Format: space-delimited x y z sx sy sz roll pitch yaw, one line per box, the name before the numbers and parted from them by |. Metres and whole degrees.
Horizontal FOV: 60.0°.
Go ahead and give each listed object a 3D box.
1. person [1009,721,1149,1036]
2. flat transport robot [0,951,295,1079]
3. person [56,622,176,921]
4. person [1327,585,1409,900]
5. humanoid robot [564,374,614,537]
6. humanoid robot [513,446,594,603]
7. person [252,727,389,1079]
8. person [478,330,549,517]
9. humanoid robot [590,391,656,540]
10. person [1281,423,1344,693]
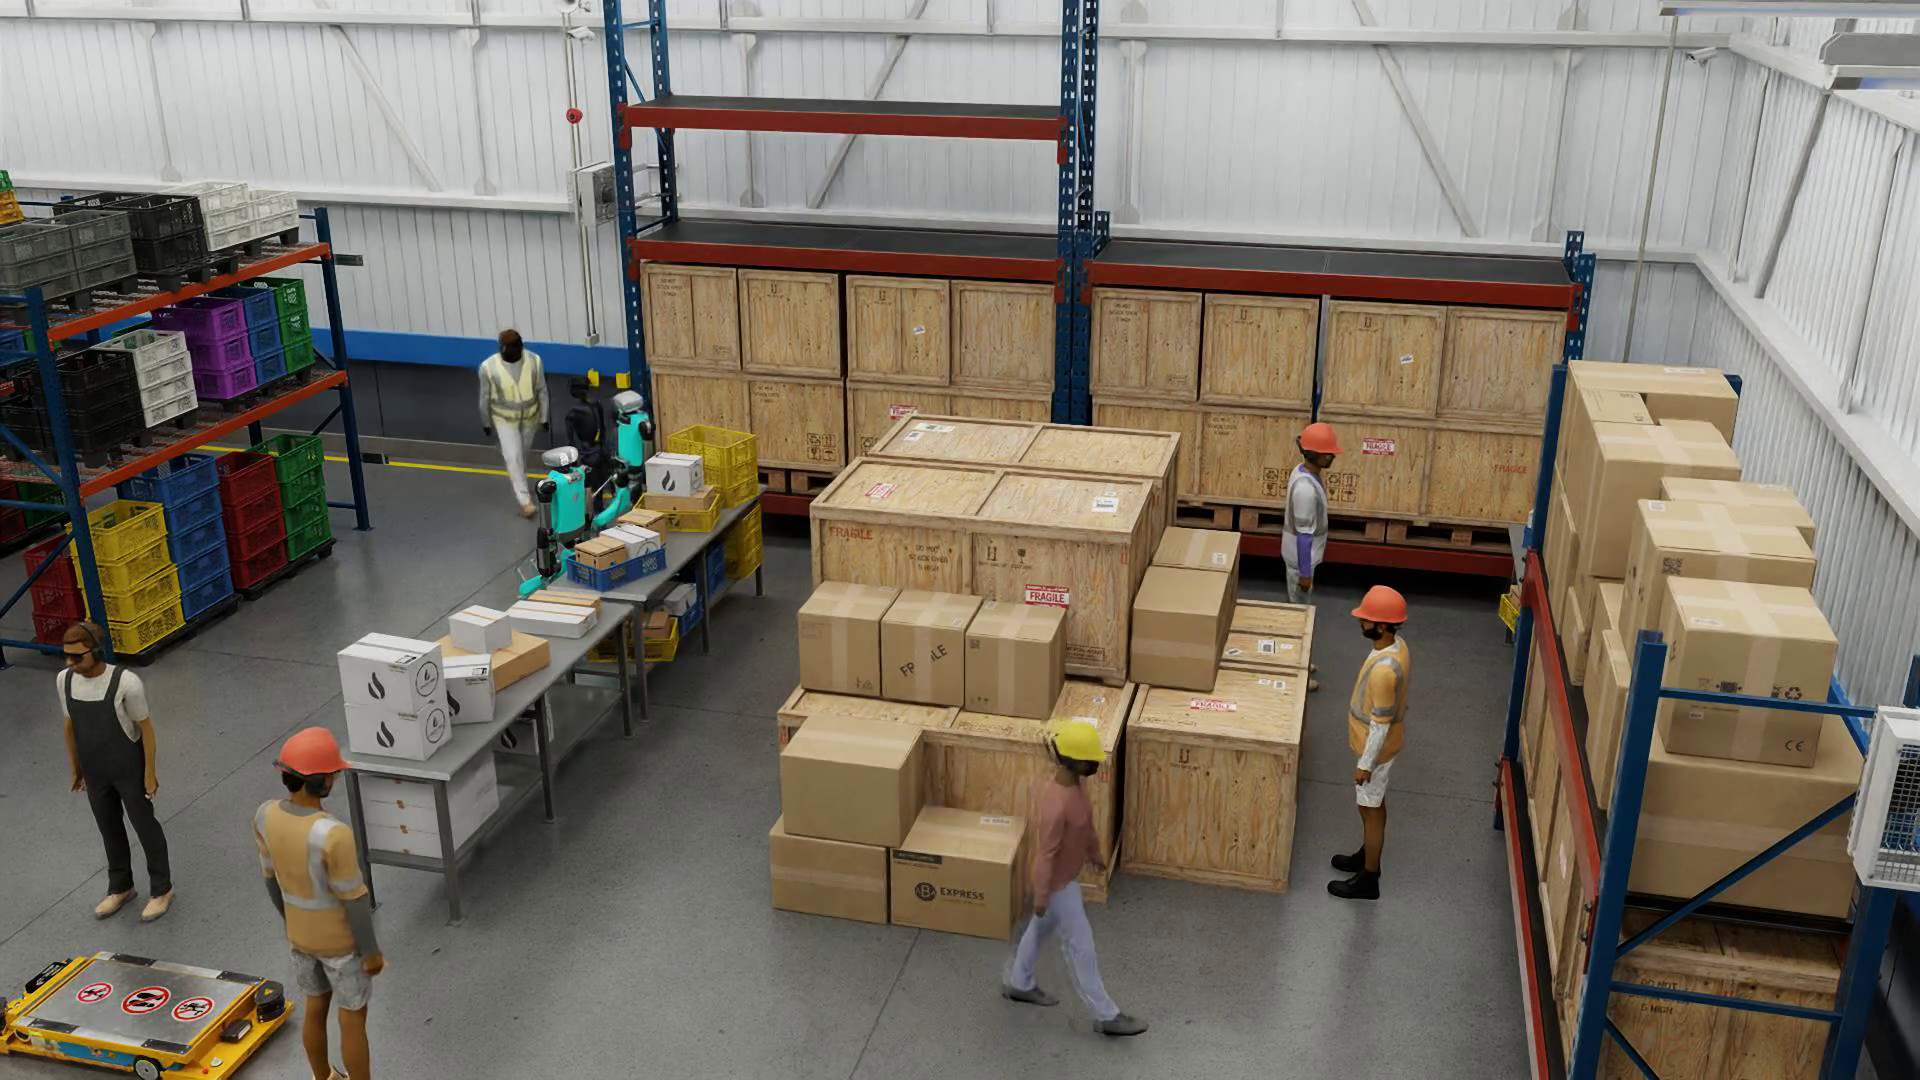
person | 0.626 1.721 8.499 0.848 1.728 0.538 5 22 13
flat transport robot | -4.270 2.464 8.601 1.431 0.231 0.659 5 22 13
person | -4.798 1.304 9.424 0.512 1.843 0.325 3 21 7
person | 2.381 1.171 9.646 0.358 1.938 0.544 7 22 17
humanoid robot | -3.268 -0.674 14.861 0.390 1.660 0.587 8 22 20
humanoid robot | -3.134 0.068 12.624 0.735 1.677 0.533 12 24 29
person | -2.949 1.823 7.809 0.604 2.033 0.391 11 24 27
person | -4.248 -1.154 15.947 0.614 1.785 0.989 -13 25 -31
humanoid robot | -2.834 -0.341 13.880 0.897 1.781 0.551 -18 27 -39
person | 2.565 0.114 12.267 0.391 2.041 0.612 4 21 9
